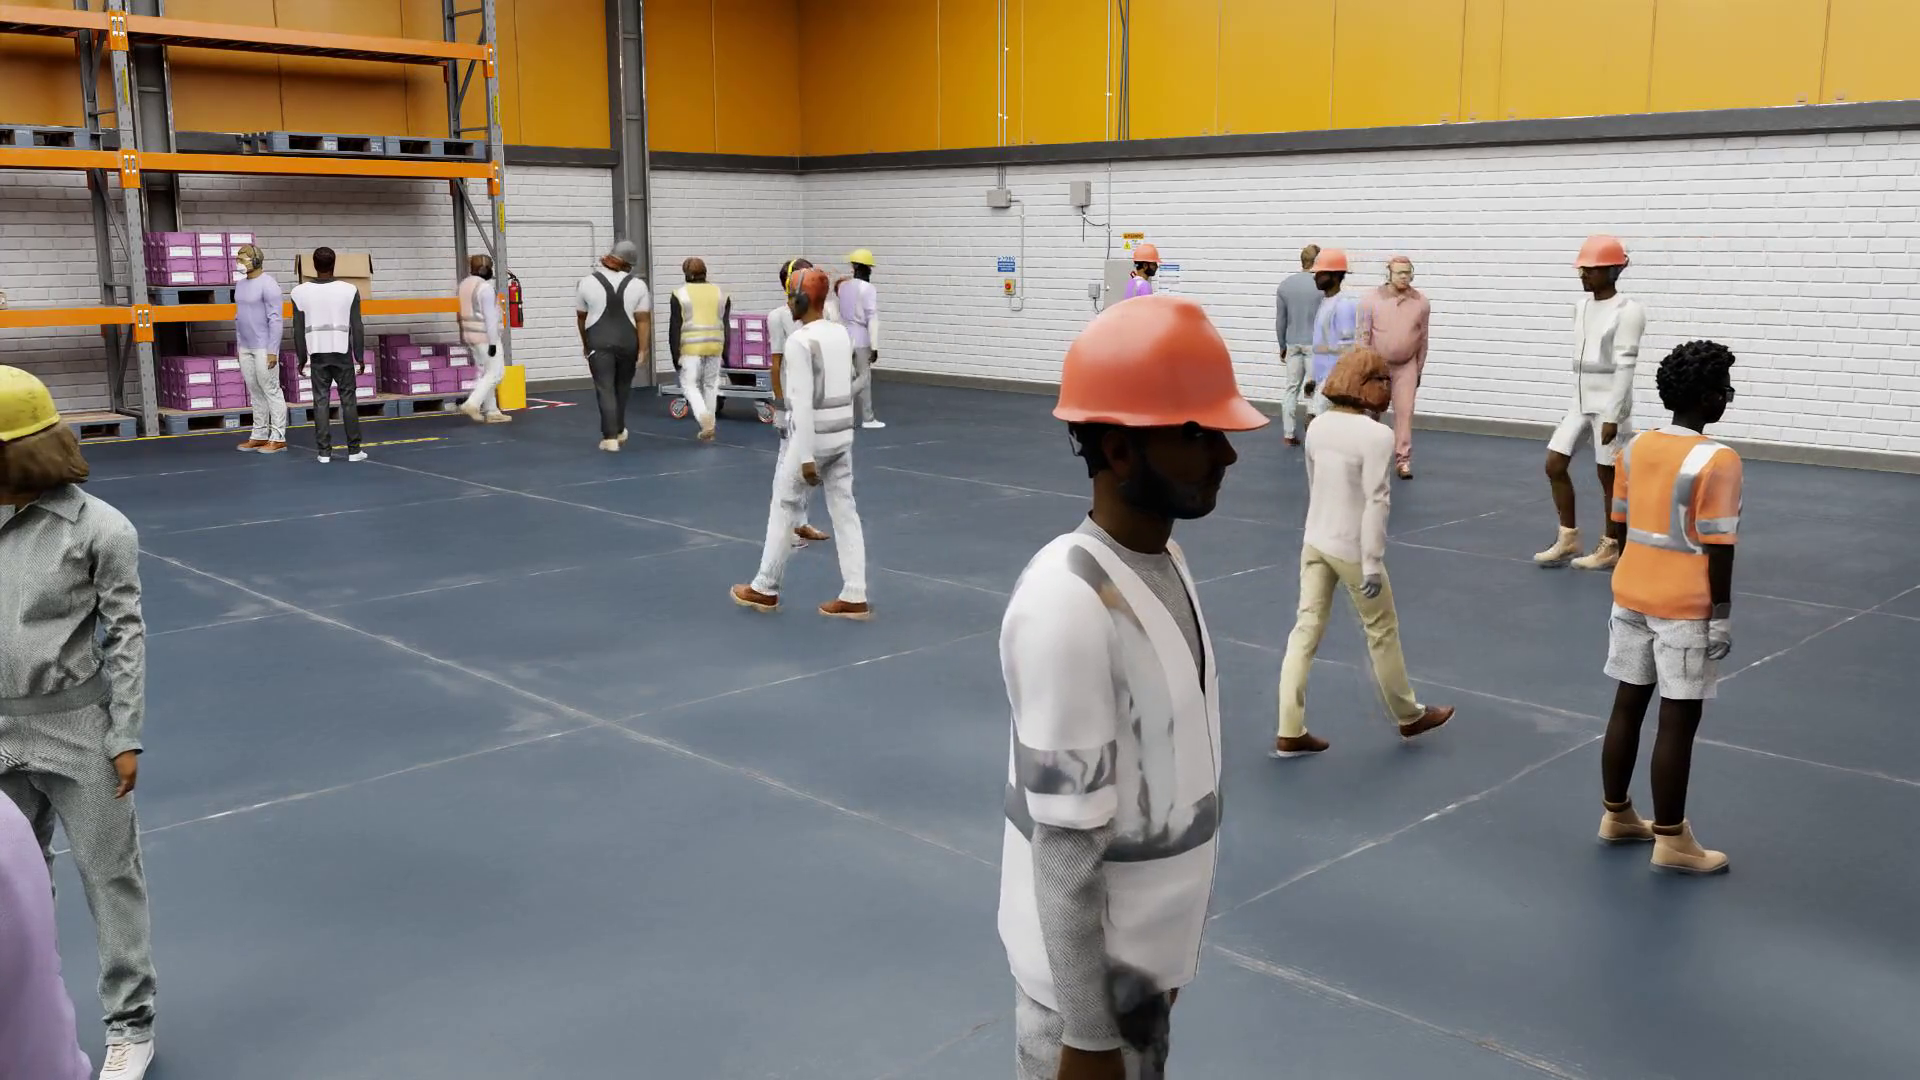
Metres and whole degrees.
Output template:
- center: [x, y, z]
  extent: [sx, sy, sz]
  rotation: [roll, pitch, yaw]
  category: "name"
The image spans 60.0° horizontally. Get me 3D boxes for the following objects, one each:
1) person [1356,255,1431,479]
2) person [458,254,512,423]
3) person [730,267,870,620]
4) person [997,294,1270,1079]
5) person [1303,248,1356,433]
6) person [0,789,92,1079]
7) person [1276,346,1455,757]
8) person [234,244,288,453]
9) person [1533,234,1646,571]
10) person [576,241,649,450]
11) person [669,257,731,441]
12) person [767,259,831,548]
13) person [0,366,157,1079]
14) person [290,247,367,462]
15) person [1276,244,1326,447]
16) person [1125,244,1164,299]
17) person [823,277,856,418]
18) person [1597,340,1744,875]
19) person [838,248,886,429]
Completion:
- center: [3.673, -1.493, 14.190]
  extent: [0.634, 1.863, 1.014]
  rotation: [1, 10, 4]
  category: "person"
- center: [-5.107, -2.140, 17.798]
  extent: [0.620, 1.831, 0.634]
  rotation: [-10, 14, -44]
  category: "person"
- center: [-0.847, -0.508, 8.842]
  extent: [0.903, 1.845, 0.584]
  rotation: [7, 12, 32]
  category: "person"
- center: [0.253, 0.607, 2.511]
  extent: [0.372, 1.939, 0.544]
  rotation: [4, 11, 20]
  category: "person"
- center: [2.780, -1.226, 12.530]
  extent: [0.491, 1.923, 0.544]
  rotation: [0, 10, 0]
  category: "person"
- center: [-1.075, 0.809, 1.499]
  extent: [0.653, 1.906, 0.405]
  rotation: [-2, 11, -10]
  category: "person"
- center: [1.580, 0.044, 6.493]
  extent: [0.818, 1.589, 0.526]
  rotation: [-5, 12, -27]
  category: "person"
- center: [-6.552, -1.780, 15.530]
  extent: [0.631, 1.940, 0.372]
  rotation: [7, 13, 34]
  category: "person"
- center: [3.739, -0.796, 9.937]
  extent: [0.675, 2.019, 0.641]
  rotation: [-3, 11, -16]
  category: "person"
- center: [-3.302, -1.892, 15.863]
  extent: [0.675, 2.000, 0.894]
  rotation: [-3, 11, -14]
  category: "person"
- center: [-2.504, -1.832, 16.149]
  extent: [0.636, 1.822, 0.711]
  rotation: [-6, 12, -29]
  category: "person"
- center: [-1.054, -0.894, 10.899]
  extent: [0.310, 1.869, 0.558]
  rotation: [4, 11, 23]
  category: "person"
- center: [-2.139, 0.462, 3.863]
  extent: [0.484, 1.735, 0.311]
  rotation: [0, 10, 2]
  category: "person"
- center: [-5.627, -1.647, 14.860]
  extent: [0.588, 1.920, 0.398]
  rotation: [-2, 11, -11]
  category: "person"
- center: [3.295, -1.831, 15.818]
  extent: [0.629, 1.936, 0.372]
  rotation: [9, 13, 39]
  category: "person"
- center: [1.818, -1.955, 16.485]
  extent: [0.370, 1.935, 0.552]
  rotation: [-2, 11, -12]
  category: "person"
- center: [-1.238, -1.992, 17.644]
  extent: [0.512, 1.594, 0.871]
  rotation: [2, 11, 9]
  category: "person"
- center: [2.283, 0.211, 5.333]
  extent: [0.321, 1.696, 0.537]
  rotation: [-2, 11, -13]
  category: "person"
- center: [-1.091, -2.060, 17.188]
  extent: [0.827, 1.895, 0.597]
  rotation: [-8, 13, -37]
  category: "person"
